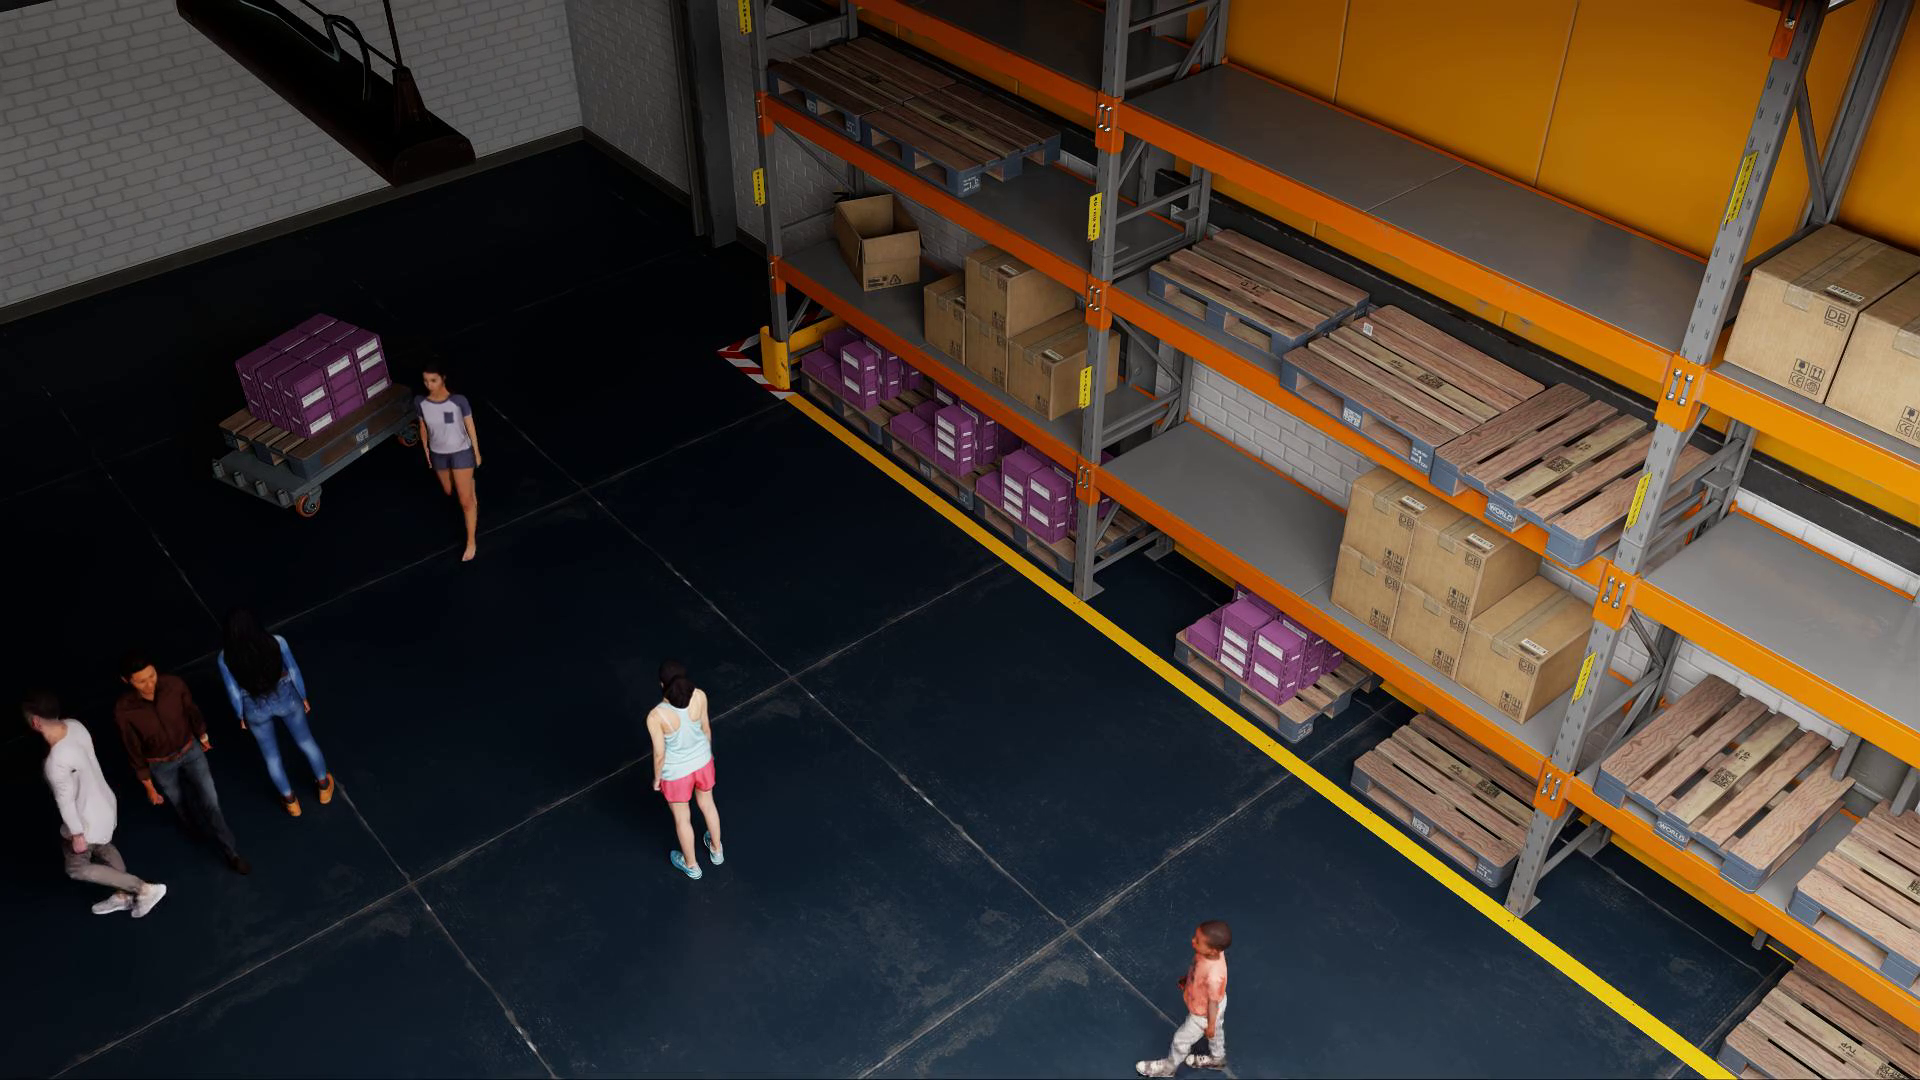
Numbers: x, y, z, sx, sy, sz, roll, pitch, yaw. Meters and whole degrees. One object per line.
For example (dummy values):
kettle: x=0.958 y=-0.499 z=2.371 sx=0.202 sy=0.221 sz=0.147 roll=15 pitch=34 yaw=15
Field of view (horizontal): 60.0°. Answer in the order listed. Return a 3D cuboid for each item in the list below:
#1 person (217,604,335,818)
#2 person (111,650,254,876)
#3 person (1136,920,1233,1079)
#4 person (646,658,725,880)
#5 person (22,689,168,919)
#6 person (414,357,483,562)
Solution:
person: x=-4.433 y=1.091 z=10.736 sx=0.644 sy=1.711 sz=0.590 roll=-18 pitch=42 yaw=-21
person: x=-4.974 y=1.330 z=10.411 sx=0.660 sy=1.743 sz=0.992 roll=-28 pitch=47 yaw=-31
person: x=1.424 y=2.563 z=9.227 sx=0.813 sy=1.295 sz=0.742 roll=5 pitch=39 yaw=6
person: x=-1.704 y=1.401 z=10.305 sx=0.589 sy=1.765 sz=0.557 roll=-27 pitch=46 yaw=-29
person: x=-5.179 y=1.613 z=9.994 sx=0.919 sy=1.822 sz=0.838 roll=-11 pitch=40 yaw=-13
person: x=-3.947 y=-0.716 z=12.998 sx=0.980 sy=1.713 sz=1.077 roll=0 pitch=39 yaw=0
